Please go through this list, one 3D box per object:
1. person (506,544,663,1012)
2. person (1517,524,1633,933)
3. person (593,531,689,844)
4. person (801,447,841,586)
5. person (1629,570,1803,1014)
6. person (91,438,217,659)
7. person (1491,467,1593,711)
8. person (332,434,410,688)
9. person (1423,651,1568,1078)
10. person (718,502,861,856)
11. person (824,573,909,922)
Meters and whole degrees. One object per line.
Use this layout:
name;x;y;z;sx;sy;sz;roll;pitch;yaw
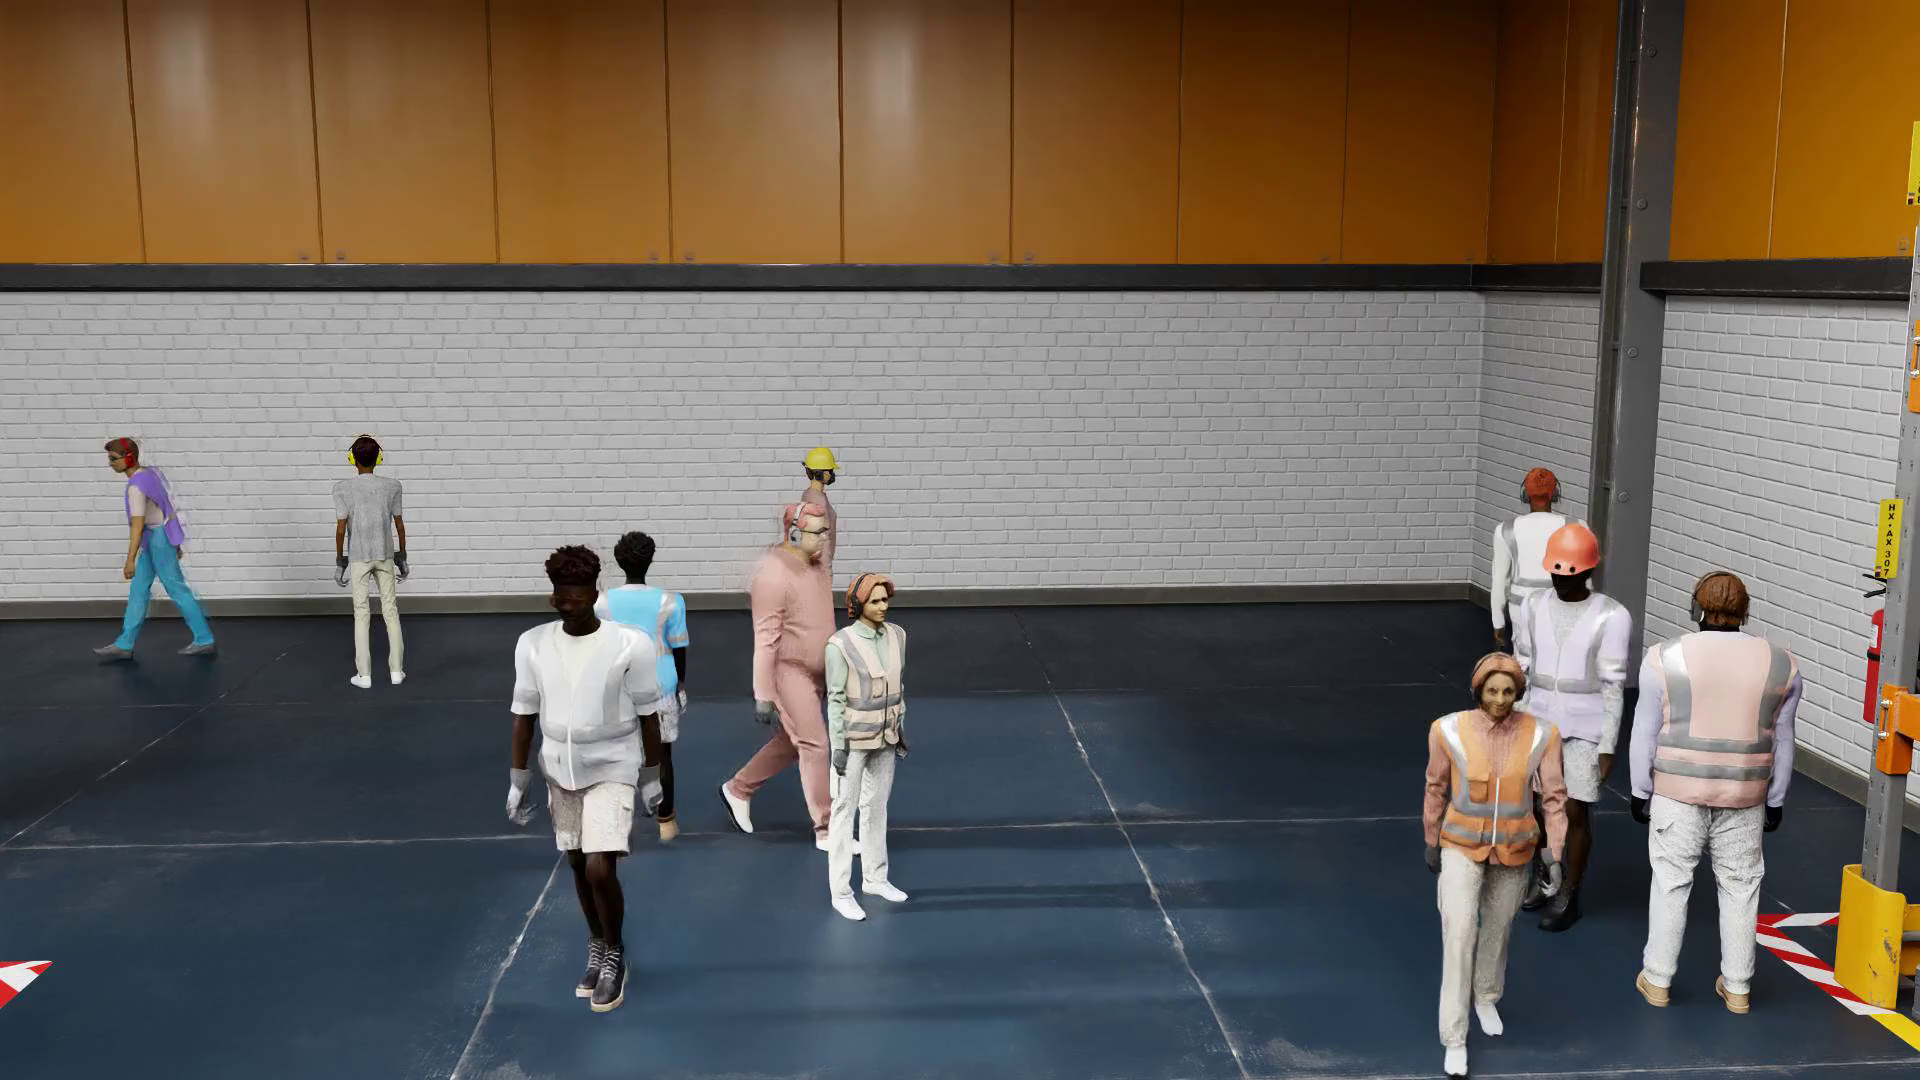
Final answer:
person;-1.568;0.980;6.860;0.611;1.940;0.599;2;9;13
person;2.784;0.869;7.659;0.549;1.910;0.411;9;13;44
person;-1.700;0.796;8.802;0.540;1.697;0.324;-1;9;-6
person;-1.038;0.187;12.406;0.316;1.769;0.525;-3;9;-17
person;3.089;1.037;6.868;0.630;1.835;0.429;2;9;12
person;-6.384;0.079;13.061;0.978;1.767;0.573;-4;10;-24
person;3.576;0.479;10.258;0.605;1.863;0.794;5;10;29
person;-4.345;0.156;12.272;0.532;1.870;0.318;-5;10;-29
person;2.053;1.228;6.396;0.514;1.598;0.818;1;9;8
person;-0.909;0.712;8.791;0.893;1.870;0.656;3;10;19
person;-0.440;0.962;7.928;0.314;1.641;0.515;8;12;40
